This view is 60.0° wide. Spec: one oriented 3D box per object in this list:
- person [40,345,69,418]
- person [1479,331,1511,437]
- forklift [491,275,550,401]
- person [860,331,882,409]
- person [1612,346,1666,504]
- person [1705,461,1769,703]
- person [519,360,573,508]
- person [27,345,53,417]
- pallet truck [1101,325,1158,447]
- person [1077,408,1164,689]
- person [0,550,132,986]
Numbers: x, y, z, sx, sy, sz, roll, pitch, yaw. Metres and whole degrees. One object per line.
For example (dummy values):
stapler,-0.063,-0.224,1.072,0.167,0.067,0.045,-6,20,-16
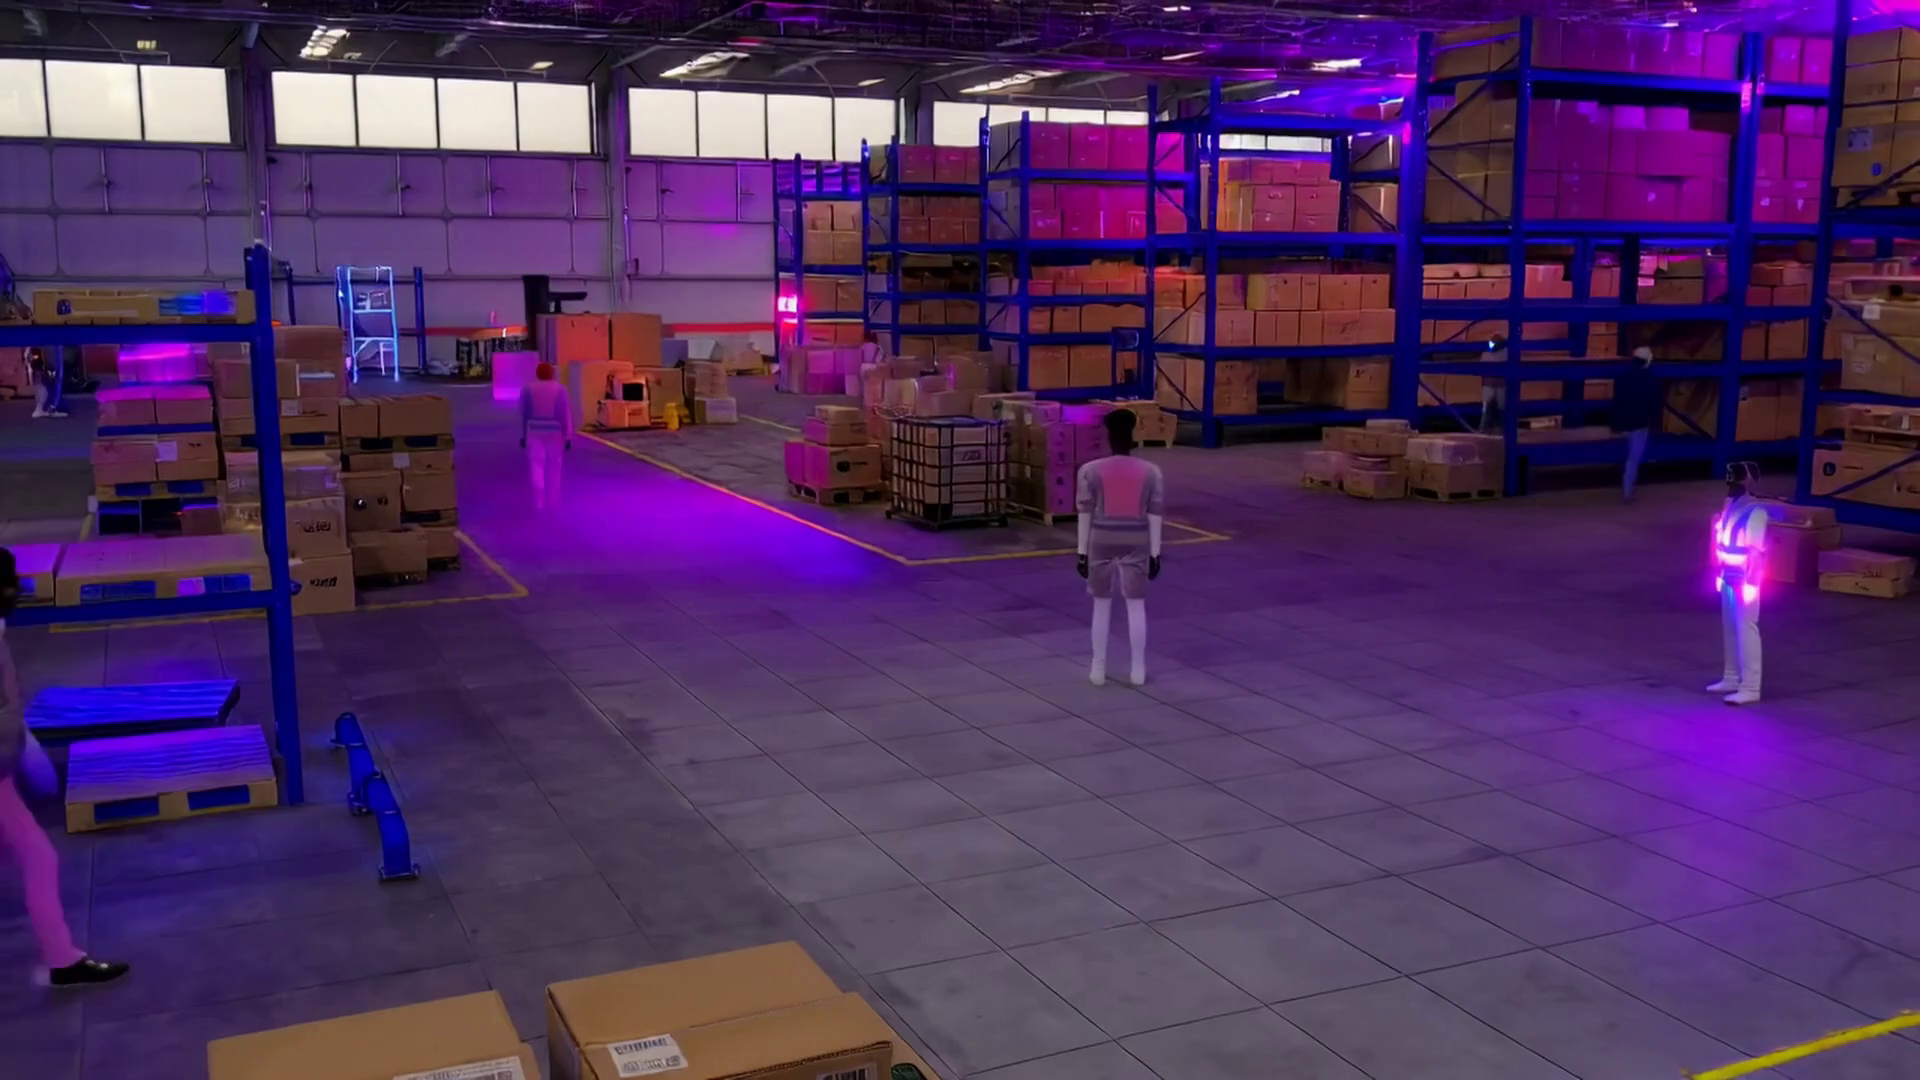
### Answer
person,-18.038,-3.387,33.072,0.363,1.929,0.628,-1,9,-9
person,9.095,-2.581,28.167,0.636,1.905,0.990,9,12,43
forklift,-9.571,-4.597,37.606,1.873,2.768,1.129,-6,11,-34
person,-1.846,-3.590,35.161,0.540,1.647,0.855,5,10,28
person,8.508,-1.430,20.786,0.636,1.972,0.616,-4,10,-22
person,5.267,0.276,11.241,0.313,1.632,0.513,0,9,3
person,-5.028,-1.269,20.215,0.641,1.828,0.631,-2,9,-13
person,-18.316,-3.398,33.103,0.545,1.933,0.376,2,9,12
pallet truck,2.881,-2.596,27.923,0.823,1.965,1.885,-1,9,-7
person,1.108,0.068,11.542,0.599,1.958,0.377,-1,9,-3
person,-3.910,0.927,6.598,0.924,1.838,0.535,-3,10,-20
